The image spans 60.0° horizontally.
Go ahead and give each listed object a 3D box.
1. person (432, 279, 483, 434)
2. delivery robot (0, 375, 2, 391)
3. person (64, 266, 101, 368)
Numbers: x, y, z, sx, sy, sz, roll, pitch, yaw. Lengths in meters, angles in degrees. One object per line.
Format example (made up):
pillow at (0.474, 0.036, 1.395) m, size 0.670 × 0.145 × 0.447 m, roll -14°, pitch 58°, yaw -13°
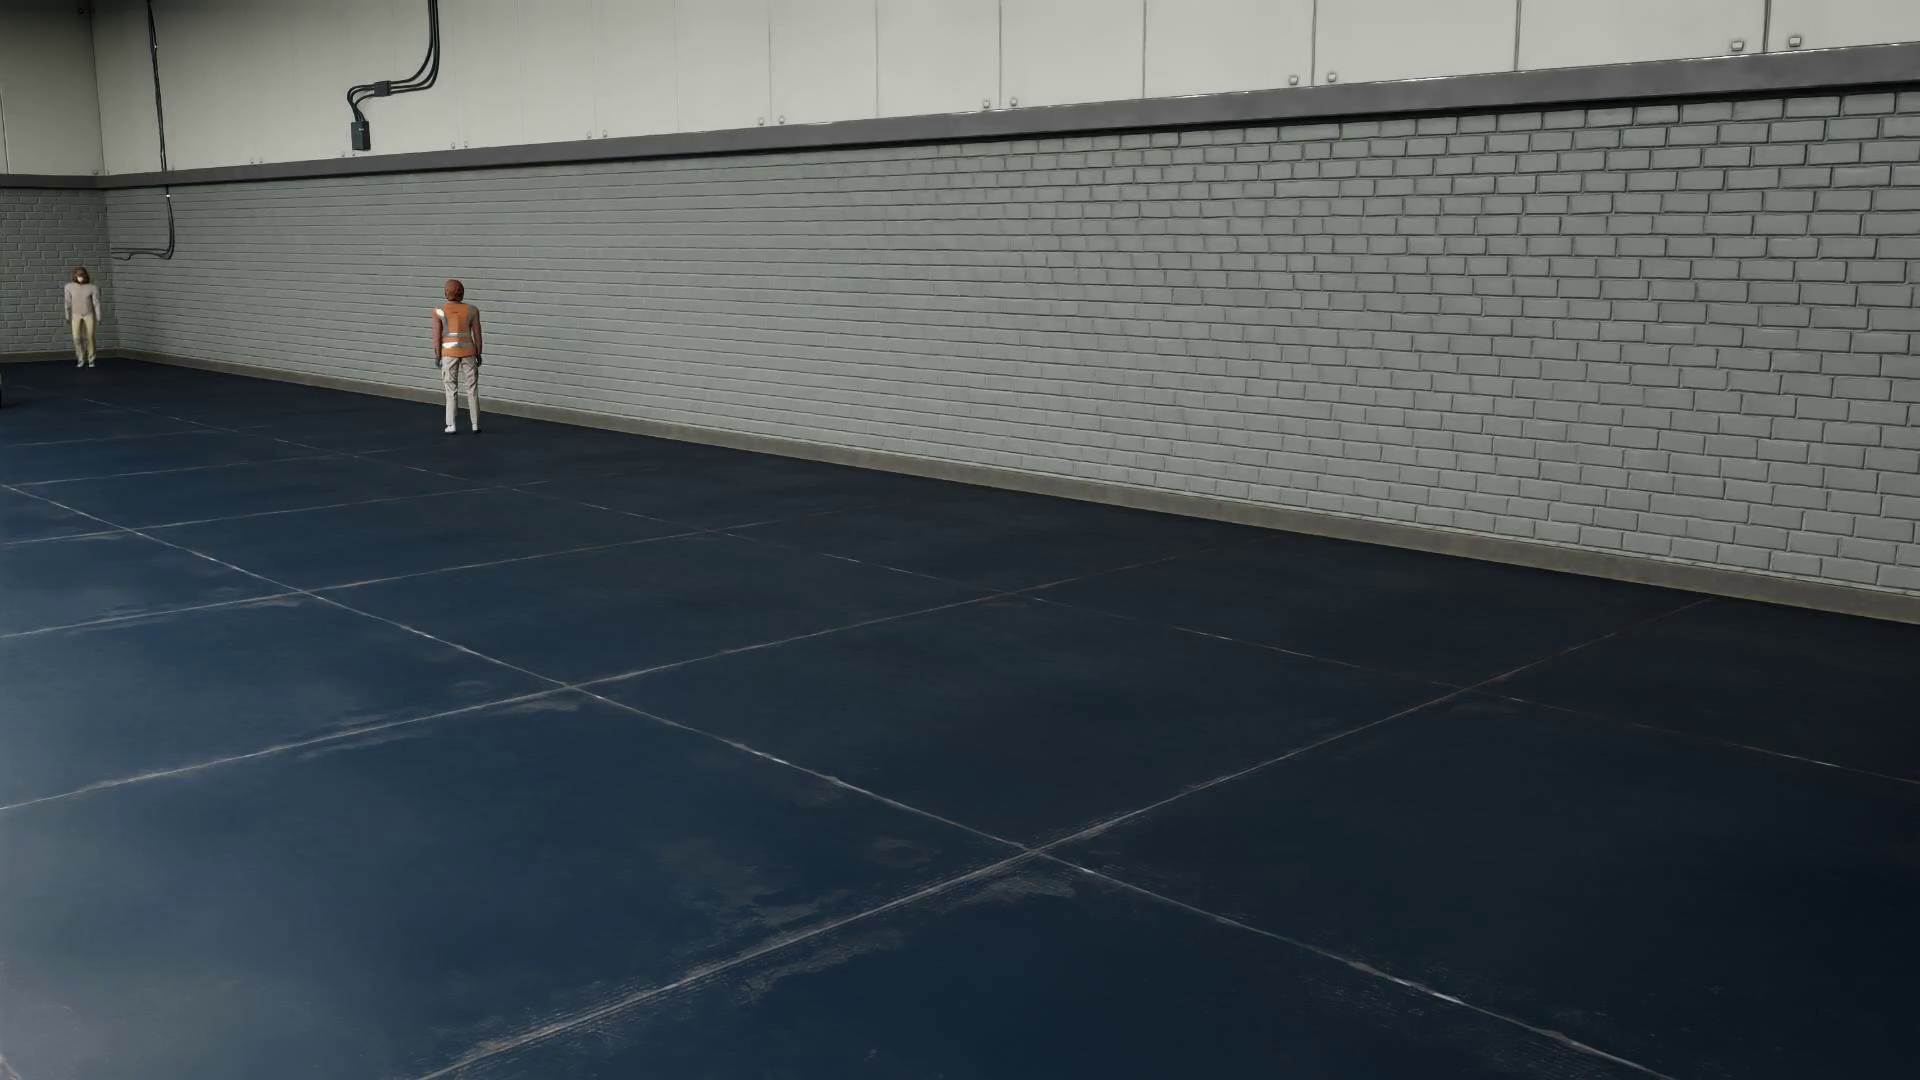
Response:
person at (-5.372, -1.963, 17.824) m, size 0.512 × 1.641 × 0.307 m, roll -5°, pitch 11°, yaw -25°
delivery robot at (-12.126, -1.951, 20.584) m, size 0.477 × 0.478 × 0.707 m, roll -4°, pitch 11°, yaw -18°
person at (-13.961, -3.543, 26.492) m, size 0.529 × 1.607 × 0.618 m, roll -4°, pitch 11°, yaw -20°
